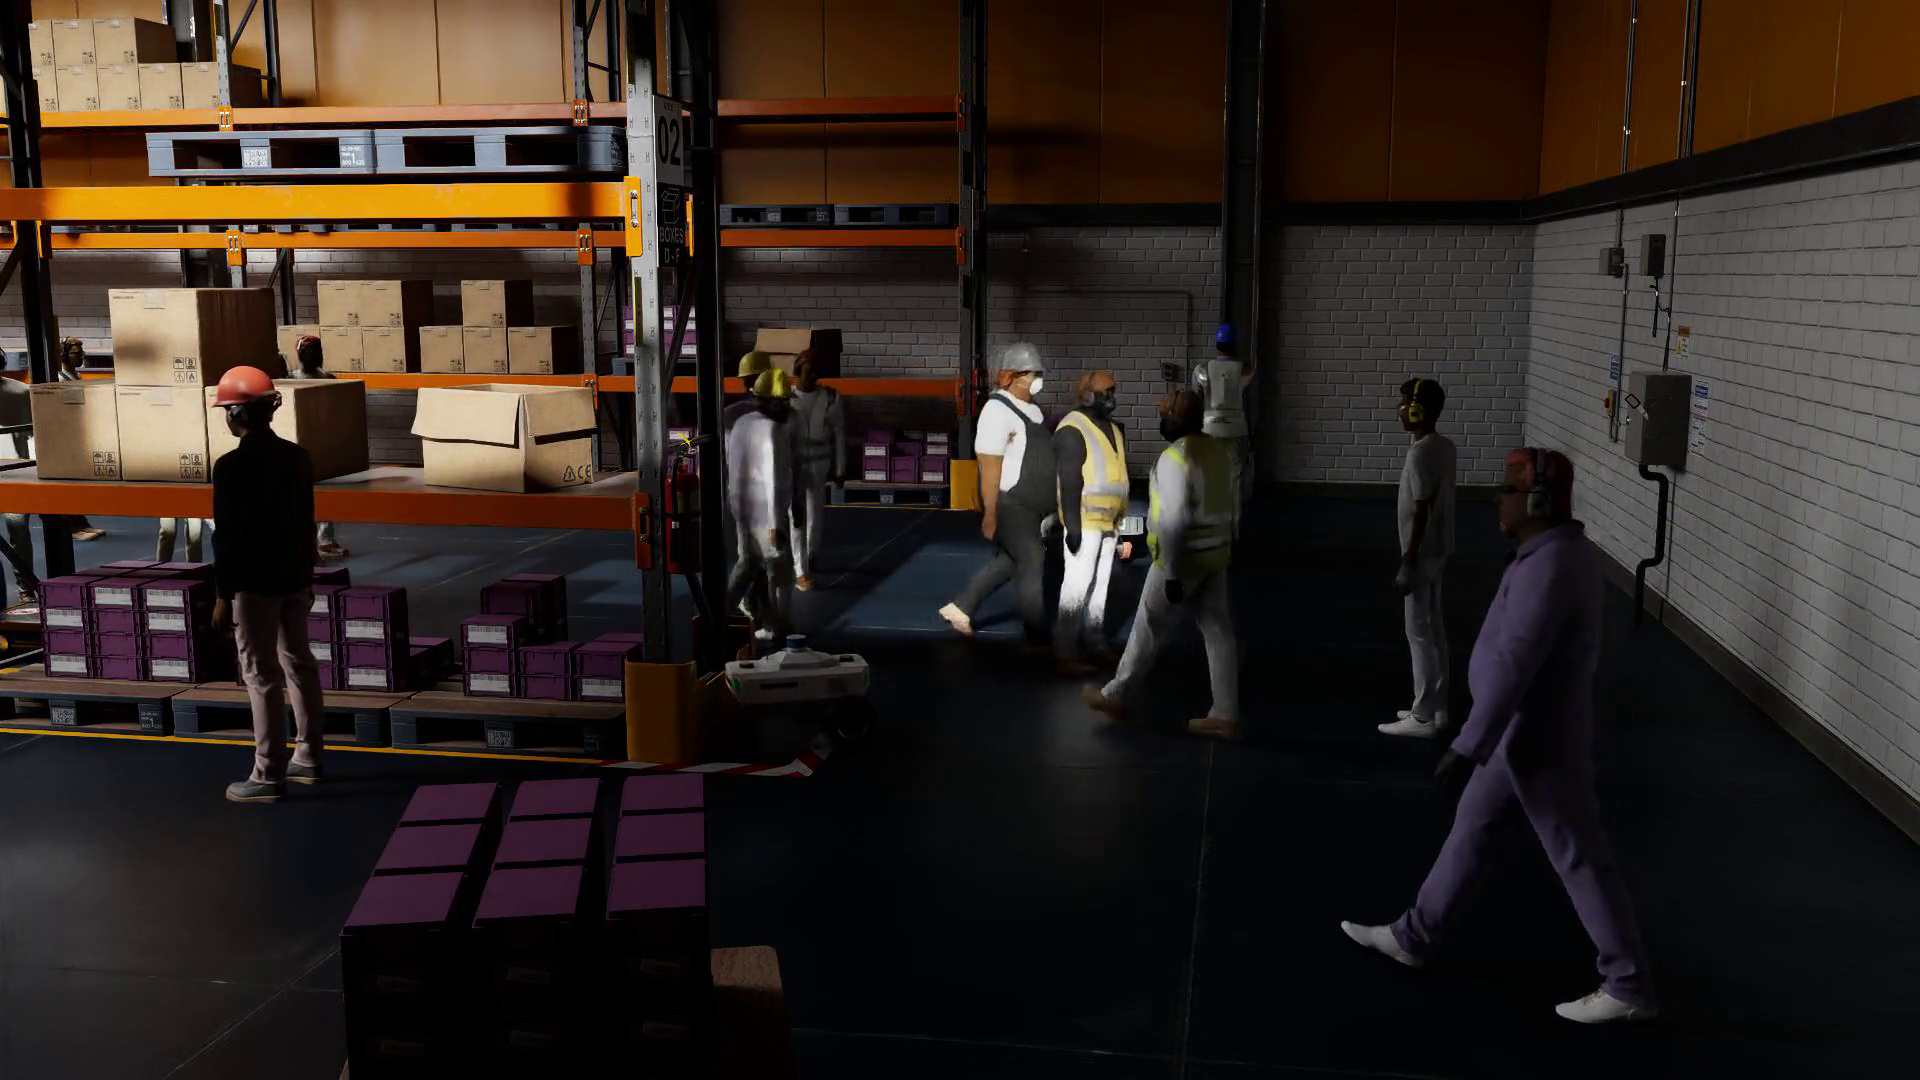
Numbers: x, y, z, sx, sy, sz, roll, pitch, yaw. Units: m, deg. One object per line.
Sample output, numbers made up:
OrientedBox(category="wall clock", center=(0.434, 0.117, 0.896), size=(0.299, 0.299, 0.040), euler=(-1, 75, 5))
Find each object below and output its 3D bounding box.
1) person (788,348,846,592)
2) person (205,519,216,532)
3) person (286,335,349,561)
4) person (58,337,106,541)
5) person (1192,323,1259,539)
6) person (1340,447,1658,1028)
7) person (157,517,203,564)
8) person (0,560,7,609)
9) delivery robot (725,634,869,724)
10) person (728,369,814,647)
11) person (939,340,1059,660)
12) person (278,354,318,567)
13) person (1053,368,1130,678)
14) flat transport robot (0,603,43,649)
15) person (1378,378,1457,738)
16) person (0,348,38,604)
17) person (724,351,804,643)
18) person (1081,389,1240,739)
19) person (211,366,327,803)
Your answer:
OrientedBox(category="person", center=(-1.208, -0.571, 12.885), size=(0.625, 1.843, 0.962), euler=(-2, 9, -15))
OrientedBox(category="person", center=(-5.539, -0.581, 12.668), size=(0.445, 1.914, 0.670), euler=(6, 11, 32))
OrientedBox(category="person", center=(-5.397, -0.760, 13.921), size=(0.399, 1.884, 0.586), euler=(5, 10, 29))
OrientedBox(category="person", center=(-7.943, -0.898, 14.908), size=(0.340, 1.841, 0.511), euler=(-1, 9, -8))
OrientedBox(category="person", center=(2.384, -0.975, 15.015), size=(0.605, 1.948, 0.403), euler=(2, 9, 10))
OrientedBox(category="person", center=(1.803, 0.625, 5.392), size=(1.036, 1.848, 0.648), euler=(3, 10, 20))
OrientedBox(category="person", center=(-5.554, -0.426, 11.859), size=(0.317, 1.870, 0.531), euler=(6, 11, 32))
OrientedBox(category="person", center=(-6.326, -0.210, 10.626), size=(0.380, 1.836, 0.560), euler=(-1, 9, -6))
OrientedBox(category="delivery robot", center=(-0.834, 0.726, 8.484), size=(0.707, 0.478, 0.477), euler=(-3, 10, -16))
OrientedBox(category="person", center=(-1.292, -0.189, 10.605), size=(0.657, 1.806, 0.616), euler=(-6, 11, -35))
OrientedBox(category="person", center=(0.274, -0.284, 10.445), size=(0.887, 2.000, 0.688), euler=(3, 10, 20))
OrientedBox(category="person", center=(-4.438, -0.282, 10.929), size=(0.502, 1.884, 0.664), euler=(4, 10, 24))
OrientedBox(category="person", center=(0.801, -0.109, 9.982), size=(0.429, 1.841, 0.633), euler=(5, 11, 29))
OrientedBox(category="flat transport robot", center=(-5.661, 0.561, 10.678), size=(1.431, 0.197, 0.652), euler=(1, 9, 8))
OrientedBox(category="person", center=(2.396, 0.095, 8.640), size=(0.309, 1.864, 0.535), euler=(6, 11, 34))
OrientedBox(category="person", center=(-6.864, -0.458, 11.842), size=(0.631, 1.940, 0.369), euler=(-6, 11, -31))
OrientedBox(category="person", center=(-1.392, -0.299, 11.022), size=(0.601, 1.879, 0.933), euler=(-6, 11, -34))
OrientedBox(category="person", center=(1.093, 0.113, 8.727), size=(0.961, 1.795, 0.635), euler=(8, 12, 40))
OrientedBox(category="person", center=(-3.191, 0.199, 7.624), size=(0.402, 1.986, 0.614), euler=(2, 9, 13))
